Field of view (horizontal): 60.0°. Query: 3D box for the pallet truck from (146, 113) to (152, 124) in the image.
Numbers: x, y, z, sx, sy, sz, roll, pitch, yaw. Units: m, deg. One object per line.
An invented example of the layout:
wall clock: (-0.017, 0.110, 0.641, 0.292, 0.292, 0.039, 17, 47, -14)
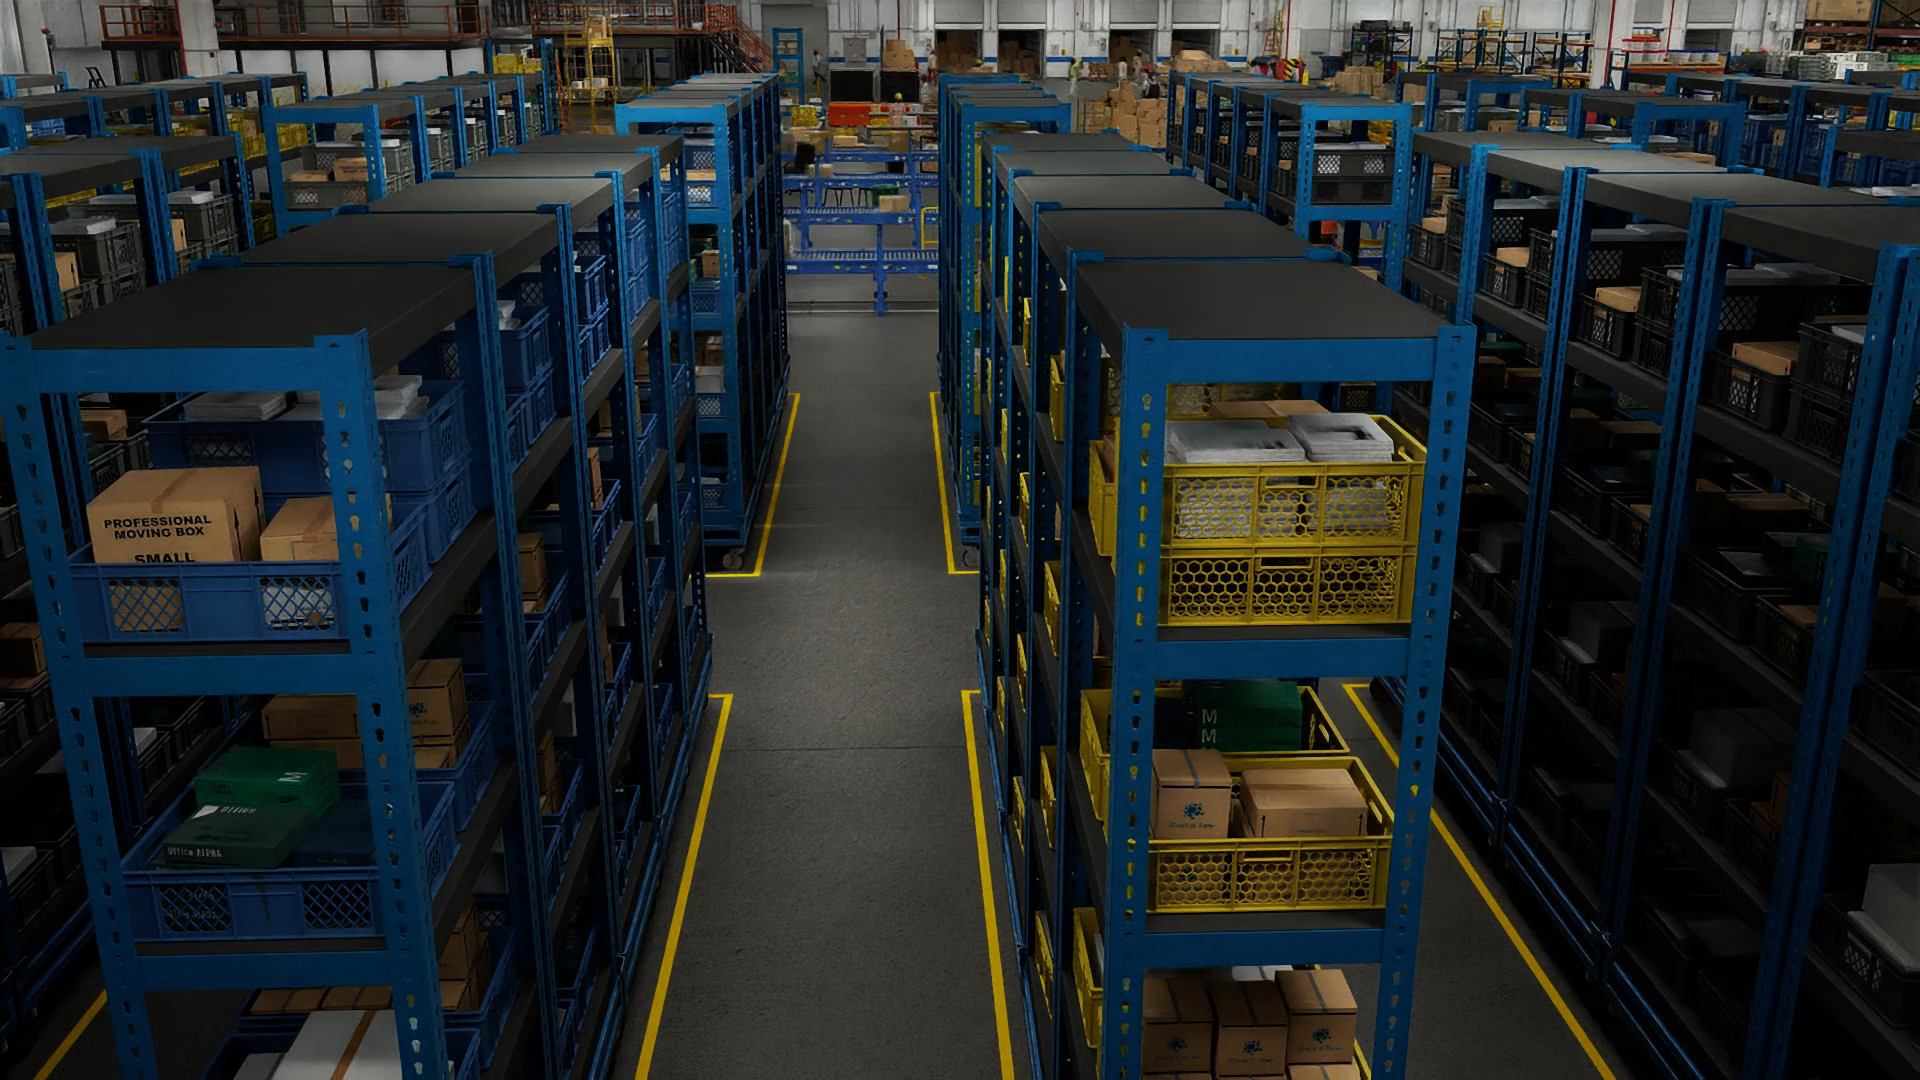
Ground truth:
pallet truck: (-18.087, -8.309, 36.390, 1.885, 1.965, 0.823, -1, 18, -4)

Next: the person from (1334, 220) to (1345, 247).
person: (4.968, -3.439, 21.527, 0.973, 1.862, 0.648, 6, 19, 17)

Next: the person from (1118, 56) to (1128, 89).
person: (7.680, -21.494, 77.316, 0.805, 1.913, 0.658, -10, 20, -28)

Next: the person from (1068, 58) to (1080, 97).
person: (5.438, -21.978, 78.998, 0.804, 1.817, 0.621, -16, 24, -40)

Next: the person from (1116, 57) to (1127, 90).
person: (8.342, -23.870, 85.088, 0.892, 1.646, 0.543, -9, 20, -25)

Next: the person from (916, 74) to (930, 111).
person: (-1.395, -15.864, 60.030, 0.990, 1.827, 0.583, 0, 18, 1)

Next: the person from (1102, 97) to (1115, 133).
person: (4.157, -11.345, 46.118, 1.008, 1.795, 0.595, -16, 24, -40)

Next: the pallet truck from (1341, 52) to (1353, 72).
pallet truck: (18.794, -23.123, 82.231, 0.823, 1.965, 1.885, -13, 22, -35)

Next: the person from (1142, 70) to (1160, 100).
person: (6.895, -15.990, 60.088, 0.688, 2.000, 0.962, -10, 20, -28)

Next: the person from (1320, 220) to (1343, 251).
person: (4.206, -2.750, 19.226, 0.428, 1.980, 0.629, -15, 23, -39)

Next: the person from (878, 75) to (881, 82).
person: (-4.143, -26.707, 93.610, 1.167, 1.838, 0.623, 5, 19, 15)

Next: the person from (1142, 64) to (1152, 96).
person: (7.304, -17.742, 65.585, 1.005, 2.011, 0.612, 0, 18, -1)

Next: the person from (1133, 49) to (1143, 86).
person: (9.620, -25.440, 89.546, 0.617, 1.906, 0.515, -14, 23, -37)

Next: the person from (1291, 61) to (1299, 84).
person: (14.709, -20.070, 73.001, 0.329, 1.865, 0.508, 17, 24, 42)

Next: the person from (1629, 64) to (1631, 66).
person: (31.447, -21.880, 78.659, 0.510, 1.834, 0.476, 16, 24, 41)

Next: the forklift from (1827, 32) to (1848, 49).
forklift: (46.023, -25.321, 87.619, 1.129, 2.768, 1.873, -1, 18, -2)

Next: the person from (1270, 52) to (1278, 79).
person: (16.992, -25.340, 89.524, 0.790, 1.734, 0.528, -2, 18, -6)

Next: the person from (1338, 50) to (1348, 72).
person: (19.920, -24.438, 86.399, 0.634, 1.943, 1.055, -4, 18, -13)

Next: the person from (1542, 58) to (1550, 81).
person: (28.905, -22.912, 82.025, 0.756, 1.717, 0.494, -8, 19, -22)

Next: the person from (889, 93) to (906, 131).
person: (-1.844, -12.337, 49.244, 0.535, 1.756, 0.342, -6, 19, -19)

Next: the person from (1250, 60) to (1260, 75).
person: (13.329, -20.880, 75.561, 0.480, 1.828, 0.658, -6, 19, -19)

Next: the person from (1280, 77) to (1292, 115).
person: (10.848, -14.362, 55.220, 0.551, 1.933, 0.377, -13, 22, -34)

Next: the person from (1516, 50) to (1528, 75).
person: (30.338, -25.526, 89.854, 0.574, 1.881, 0.358, 1, 18, 3)

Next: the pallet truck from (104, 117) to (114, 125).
pallet truck: (-18.367, -7.885, 35.078, 1.885, 1.965, 0.823, 1, 18, 2)

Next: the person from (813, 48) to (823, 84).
person: (-7.862, -26.148, 91.707, 0.646, 1.924, 0.555, -11, 21, -30)

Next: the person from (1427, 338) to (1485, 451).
person: (4.061, -0.756, 13.341, 0.583, 1.791, 0.961, 1, 18, 2)

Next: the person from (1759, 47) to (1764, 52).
person: (45.528, -27.052, 94.517, 0.631, 1.919, 0.566, -10, 20, -27)

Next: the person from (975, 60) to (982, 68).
person: (0.801, -20.392, 73.977, 0.980, 1.882, 0.603, -17, 24, -42)

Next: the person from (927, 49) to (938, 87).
person: (-1.466, -25.108, 88.500, 0.646, 1.920, 1.094, -6, 19, -17)

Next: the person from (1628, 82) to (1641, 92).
person: (24.011, -15.789, 59.627, 0.529, 1.950, 0.653, -8, 19, -22)
